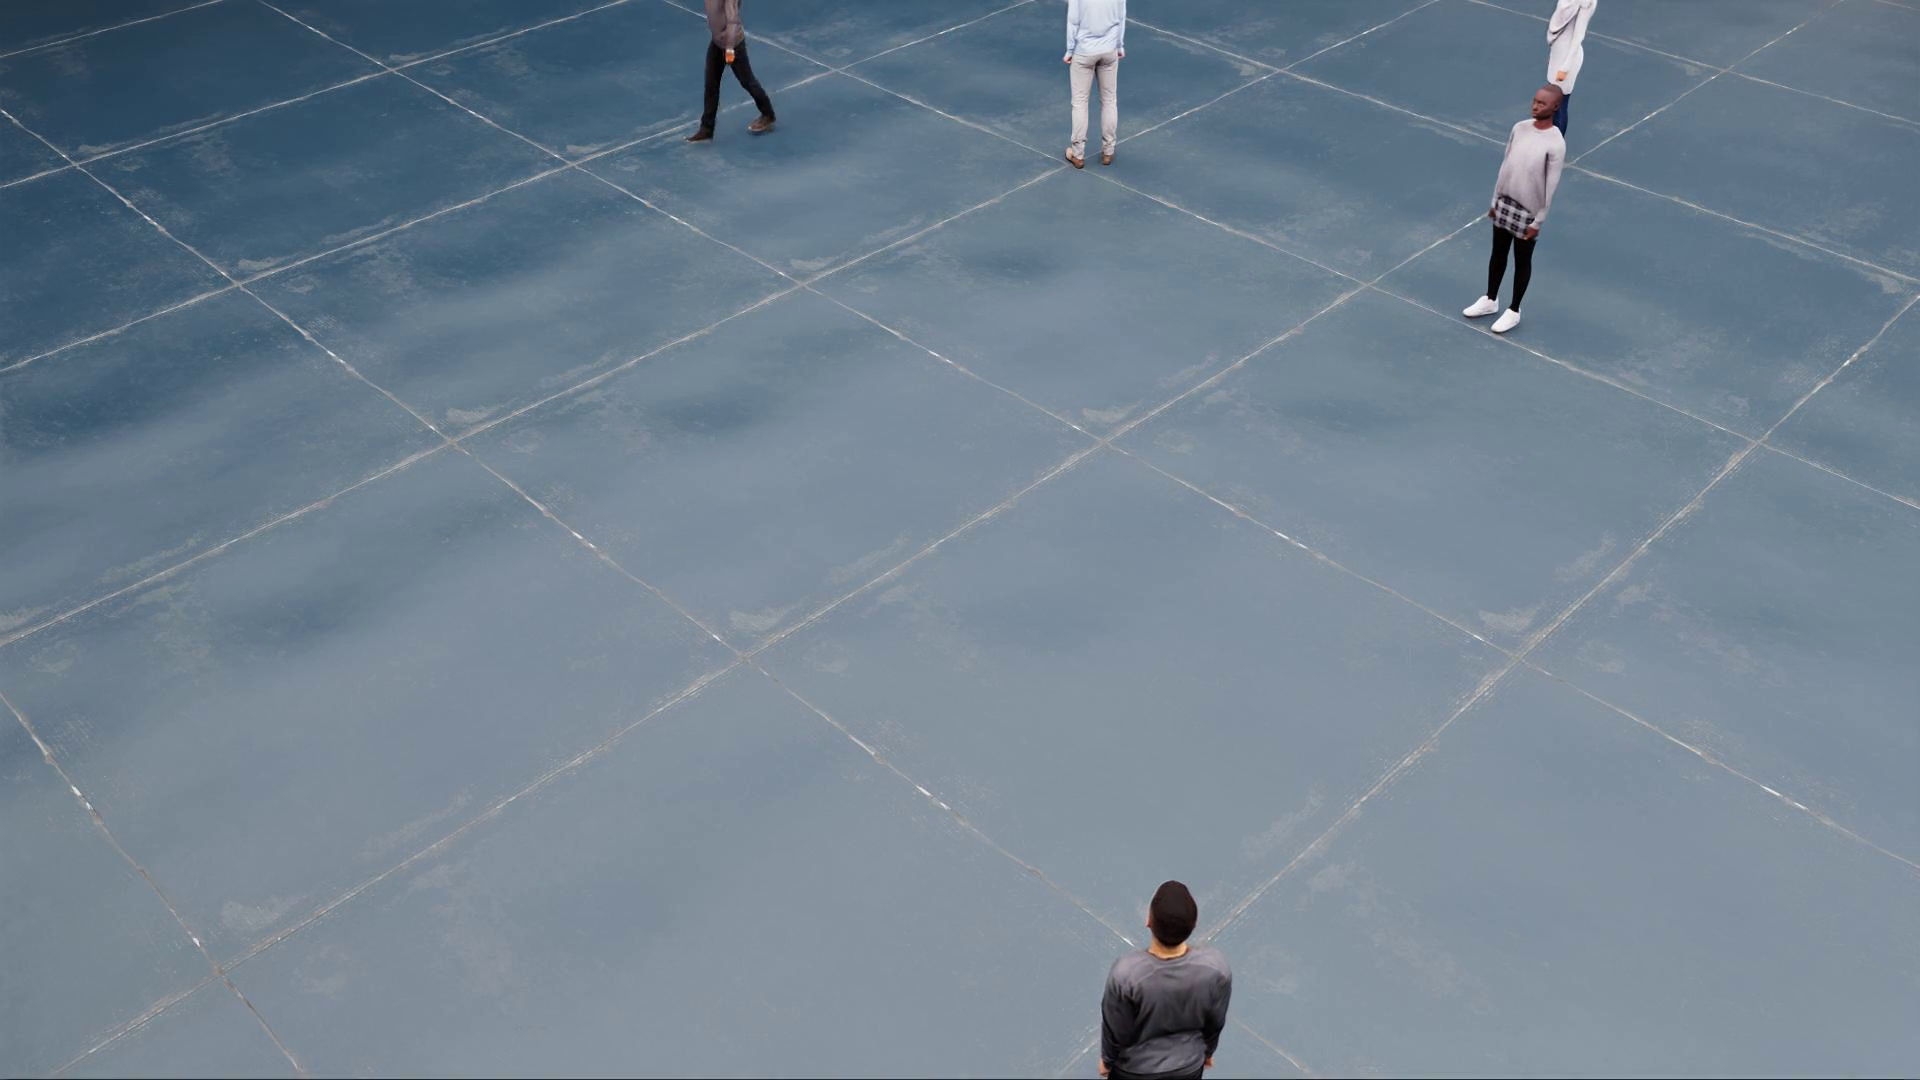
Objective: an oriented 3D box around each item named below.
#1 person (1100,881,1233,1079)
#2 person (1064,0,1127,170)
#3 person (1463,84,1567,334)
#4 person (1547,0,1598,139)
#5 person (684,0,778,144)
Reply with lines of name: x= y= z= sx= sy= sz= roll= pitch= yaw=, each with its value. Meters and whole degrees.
person: x=0.719 y=1.873 z=6.048 sx=0.667 sy=1.761 sz=0.762 roll=-6 pitch=38 yaw=-8
person: x=1.113 y=-4.004 z=13.668 sx=0.717 sy=1.893 sz=0.819 roll=-6 pitch=38 yaw=-8
person: x=3.906 y=-2.311 z=11.542 sx=0.605 sy=1.772 sz=0.655 roll=-22 pitch=42 yaw=-26
person: x=4.996 y=-3.958 z=13.705 sx=0.747 sy=1.775 sz=0.672 roll=3 pitch=37 yaw=3
person: x=-1.882 y=-4.228 z=14.103 sx=0.813 sy=1.725 sz=1.167 roll=-31 pitch=47 yaw=-34
